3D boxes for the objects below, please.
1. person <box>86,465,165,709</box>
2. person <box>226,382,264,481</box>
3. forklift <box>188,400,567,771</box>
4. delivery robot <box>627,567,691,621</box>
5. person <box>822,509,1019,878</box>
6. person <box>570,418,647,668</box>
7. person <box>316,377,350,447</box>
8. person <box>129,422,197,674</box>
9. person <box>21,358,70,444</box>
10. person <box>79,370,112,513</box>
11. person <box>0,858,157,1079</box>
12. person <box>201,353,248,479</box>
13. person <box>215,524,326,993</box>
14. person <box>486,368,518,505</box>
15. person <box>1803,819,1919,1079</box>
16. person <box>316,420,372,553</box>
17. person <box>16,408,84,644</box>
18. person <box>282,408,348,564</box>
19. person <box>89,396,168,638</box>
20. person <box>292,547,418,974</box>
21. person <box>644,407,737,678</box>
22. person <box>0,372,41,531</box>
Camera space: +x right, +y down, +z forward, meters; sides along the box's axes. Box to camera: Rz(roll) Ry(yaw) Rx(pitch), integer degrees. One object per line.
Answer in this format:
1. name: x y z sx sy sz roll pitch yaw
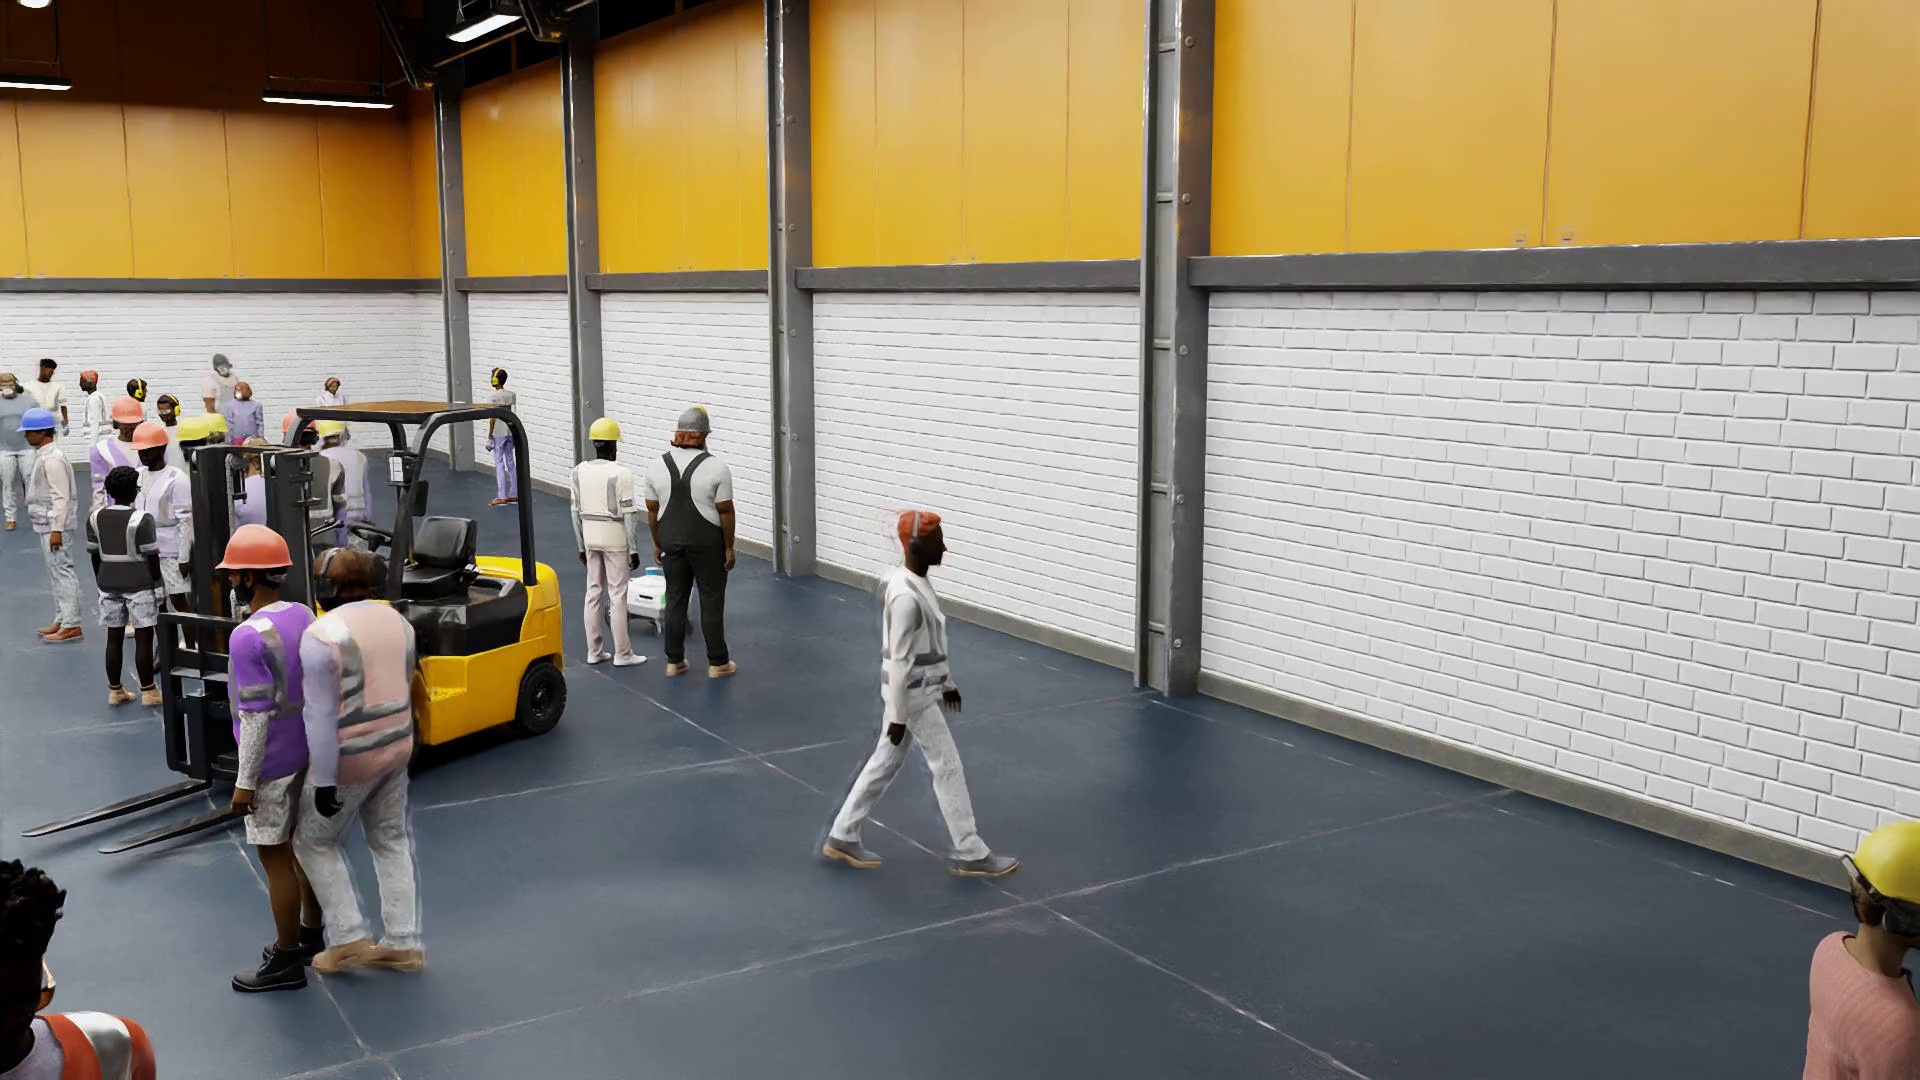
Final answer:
1. person: -5.764 0.328 11.542 0.541 1.696 0.315 2 9 12
2. person: -10.169 -1.441 23.684 0.501 1.631 0.287 -1 9 -7
3. forklift: -3.529 0.258 10.348 1.214 2.155 2.313 4 9 25
4. delivery robot: -2.602 0.475 14.074 0.707 0.478 0.477 7 11 41
5. person: -0.233 0.755 8.196 0.978 1.844 0.575 0 8 -1
6. person: -2.719 0.022 12.832 0.585 1.929 0.363 4 9 25
7. person: -9.340 -1.608 24.790 0.308 1.640 0.511 7 11 38
8. person: -6.000 0.079 12.474 0.540 1.929 0.384 3 9 22
9. person: -13.654 -1.754 24.801 0.623 1.922 0.553 -8 11 -42
10. person: -11.367 -1.299 21.921 0.343 1.876 0.579 -3 9 -21
11. person: -1.632 1.485 2.865 0.377 1.959 0.604 6 10 36
12. person: -11.174 -1.892 25.355 0.556 2.000 0.730 4 9 23
13. person: -2.861 0.898 6.898 0.362 1.938 0.545 0 8 3
14. person: -6.244 -1.406 22.636 0.324 1.876 0.526 5 10 29
15. person: 2.011 1.466 3.683 0.344 1.758 0.532 2 9 13
16. person: -5.486 -0.206 14.811 0.798 1.799 0.598 8 12 44
17. person: -7.505 -0.121 13.737 0.405 1.943 0.614 -6 10 -34
18. person: -4.875 0.038 12.400 0.606 2.035 0.417 -8 11 -42
19. person: -6.909 -0.188 13.929 0.611 2.030 0.410 -7 11 -38
20. person: -2.555 0.936 7.033 0.522 1.818 0.647 3 9 22
21. person: -1.986 0.010 12.533 0.688 2.000 0.536 2 9 14
22. person: -11.501 -1.073 20.234 0.636 1.928 0.384 -5 10 -30
